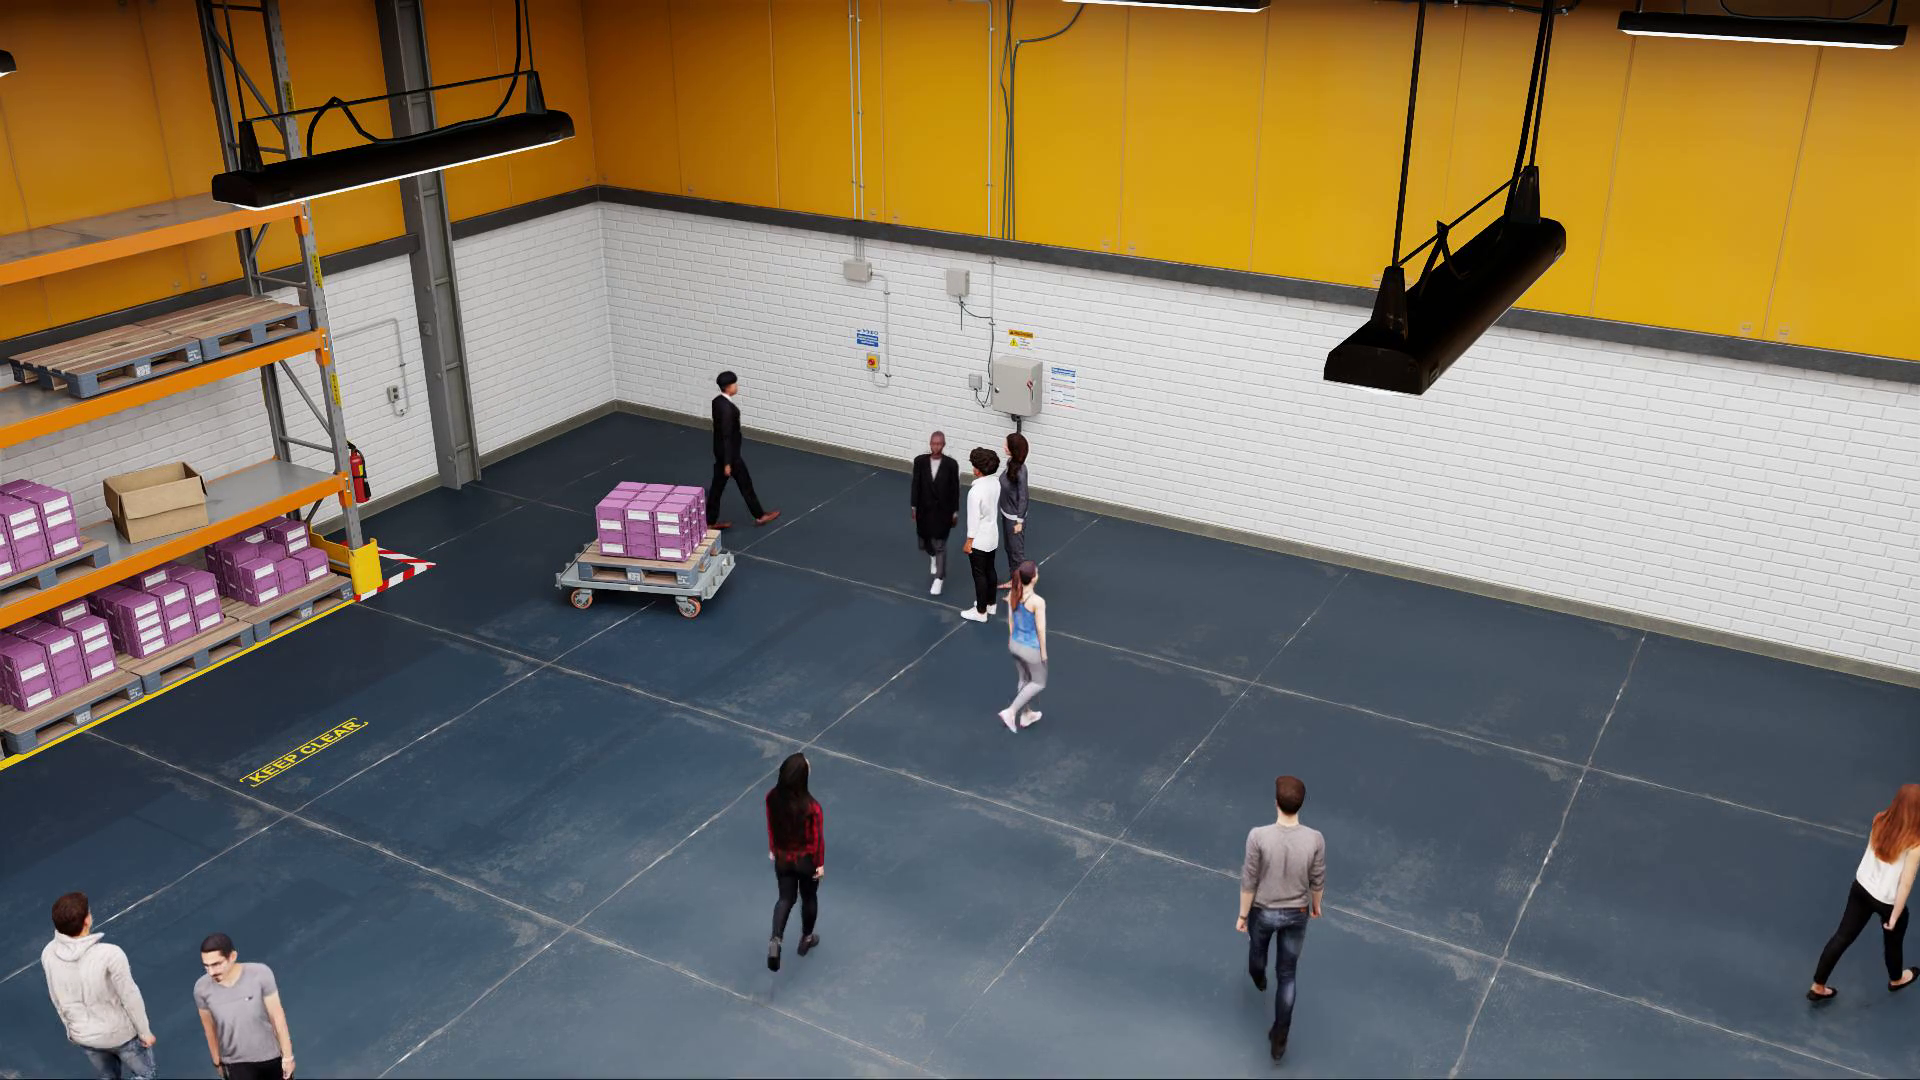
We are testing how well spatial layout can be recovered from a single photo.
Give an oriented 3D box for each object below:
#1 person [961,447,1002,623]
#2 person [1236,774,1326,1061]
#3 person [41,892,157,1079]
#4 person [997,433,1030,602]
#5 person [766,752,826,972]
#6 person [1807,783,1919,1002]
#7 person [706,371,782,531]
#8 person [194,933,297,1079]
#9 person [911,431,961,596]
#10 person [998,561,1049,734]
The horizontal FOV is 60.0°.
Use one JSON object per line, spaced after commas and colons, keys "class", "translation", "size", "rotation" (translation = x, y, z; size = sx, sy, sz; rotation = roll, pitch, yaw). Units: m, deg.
{"class": "person", "translation": [0.227, -0.066, 16.433], "size": [0.683, 1.810, 0.510], "rotation": [14, 27, 29]}
{"class": "person", "translation": [2.053, 2.444, 10.630], "size": [1.059, 1.858, 1.323], "rotation": [2, 24, 5]}
{"class": "person", "translation": [-4.997, 2.892, 9.622], "size": [0.891, 1.845, 1.012], "rotation": [2, 24, 5]}
{"class": "person", "translation": [0.552, -0.252, 16.909], "size": [0.735, 1.768, 0.683], "rotation": [-7, 25, -15]}
{"class": "person", "translation": [-1.157, 2.235, 11.382], "size": [0.668, 1.639, 0.916], "rotation": [9, 25, 20]}
{"class": "person", "translation": [6.008, 2.383, 10.999], "size": [1.144, 1.675, 1.032], "rotation": [-8, 25, -19]}
{"class": "person", "translation": [-2.670, -0.947, 18.403], "size": [1.218, 1.846, 1.111], "rotation": [-10, 25, -21]}
{"class": "person", "translation": [-4.087, 2.938, 9.664], "size": [1.116, 1.727, 1.096], "rotation": [-10, 26, -22]}
{"class": "person", "translation": [-0.231, -0.326, 17.101], "size": [0.805, 1.751, 0.914], "rotation": [3, 24, 8]}
{"class": "person", "translation": [0.542, 0.955, 14.360], "size": [0.890, 1.600, 0.718], "rotation": [-20, 31, -38]}
